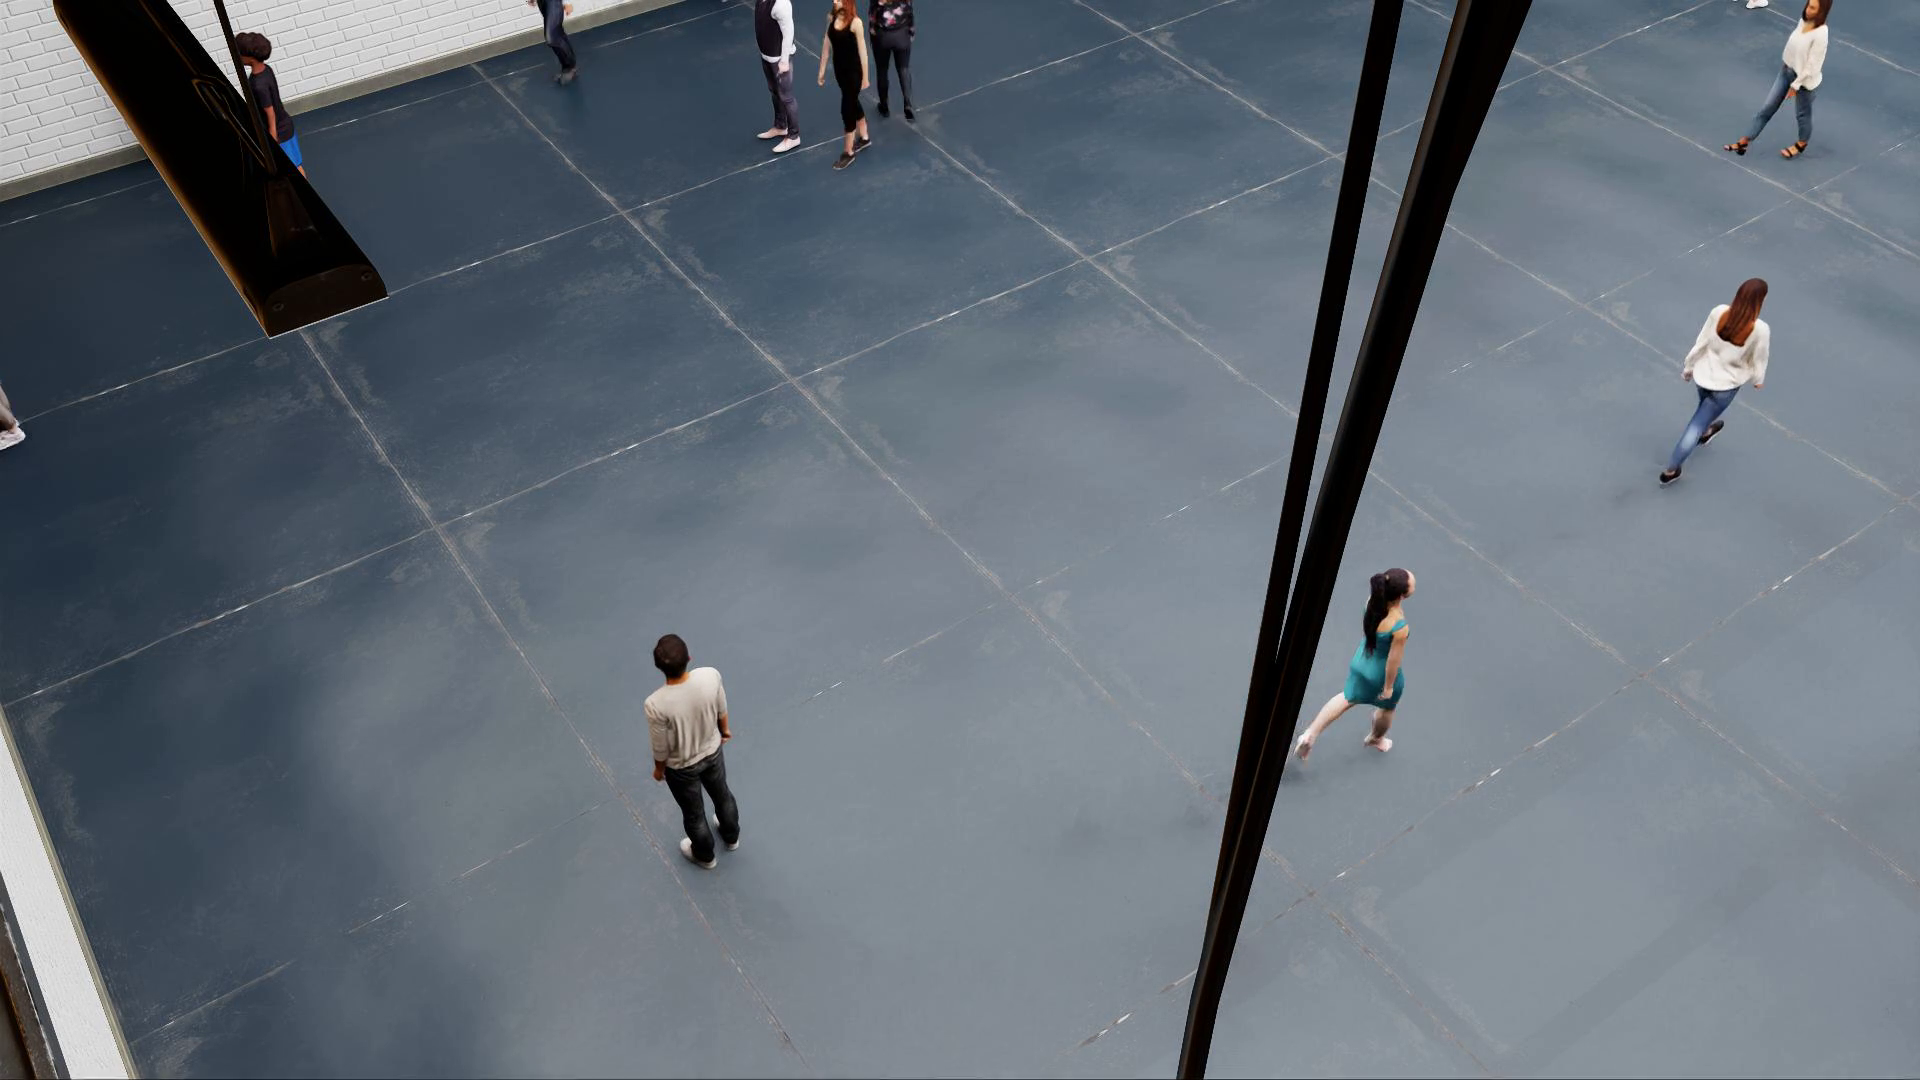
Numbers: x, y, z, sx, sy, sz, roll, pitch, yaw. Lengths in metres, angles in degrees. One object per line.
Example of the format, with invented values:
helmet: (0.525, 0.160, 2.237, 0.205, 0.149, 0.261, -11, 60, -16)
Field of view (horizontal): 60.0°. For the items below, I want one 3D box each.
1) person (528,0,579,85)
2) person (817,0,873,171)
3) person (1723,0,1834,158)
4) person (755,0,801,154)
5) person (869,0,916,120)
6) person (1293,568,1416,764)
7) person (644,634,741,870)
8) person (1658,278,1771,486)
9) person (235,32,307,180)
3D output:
person: (-3.952, -5.372, 16.302, 0.737, 1.803, 0.712, 30, 51, 28)
person: (-0.953, -4.318, 15.267, 0.866, 1.704, 0.651, -33, 53, -30)
person: (7.743, -4.213, 15.204, 1.152, 1.638, 0.929, -6, 44, -6)
person: (-1.691, -4.479, 15.349, 0.607, 1.824, 0.698, -22, 48, -21)
person: (-0.616, -4.723, 15.719, 0.856, 1.666, 0.845, -10, 45, -10)
person: (2.410, 0.789, 9.939, 1.017, 1.659, 0.698, -15, 46, -16)
person: (-1.502, 1.202, 9.396, 0.491, 1.810, 0.727, -30, 51, -28)
person: (5.377, -1.092, 11.920, 1.048, 1.648, 0.621, -26, 49, -24)
person: (-5.912, -3.560, 14.402, 0.686, 1.799, 0.675, -11, 45, -11)
